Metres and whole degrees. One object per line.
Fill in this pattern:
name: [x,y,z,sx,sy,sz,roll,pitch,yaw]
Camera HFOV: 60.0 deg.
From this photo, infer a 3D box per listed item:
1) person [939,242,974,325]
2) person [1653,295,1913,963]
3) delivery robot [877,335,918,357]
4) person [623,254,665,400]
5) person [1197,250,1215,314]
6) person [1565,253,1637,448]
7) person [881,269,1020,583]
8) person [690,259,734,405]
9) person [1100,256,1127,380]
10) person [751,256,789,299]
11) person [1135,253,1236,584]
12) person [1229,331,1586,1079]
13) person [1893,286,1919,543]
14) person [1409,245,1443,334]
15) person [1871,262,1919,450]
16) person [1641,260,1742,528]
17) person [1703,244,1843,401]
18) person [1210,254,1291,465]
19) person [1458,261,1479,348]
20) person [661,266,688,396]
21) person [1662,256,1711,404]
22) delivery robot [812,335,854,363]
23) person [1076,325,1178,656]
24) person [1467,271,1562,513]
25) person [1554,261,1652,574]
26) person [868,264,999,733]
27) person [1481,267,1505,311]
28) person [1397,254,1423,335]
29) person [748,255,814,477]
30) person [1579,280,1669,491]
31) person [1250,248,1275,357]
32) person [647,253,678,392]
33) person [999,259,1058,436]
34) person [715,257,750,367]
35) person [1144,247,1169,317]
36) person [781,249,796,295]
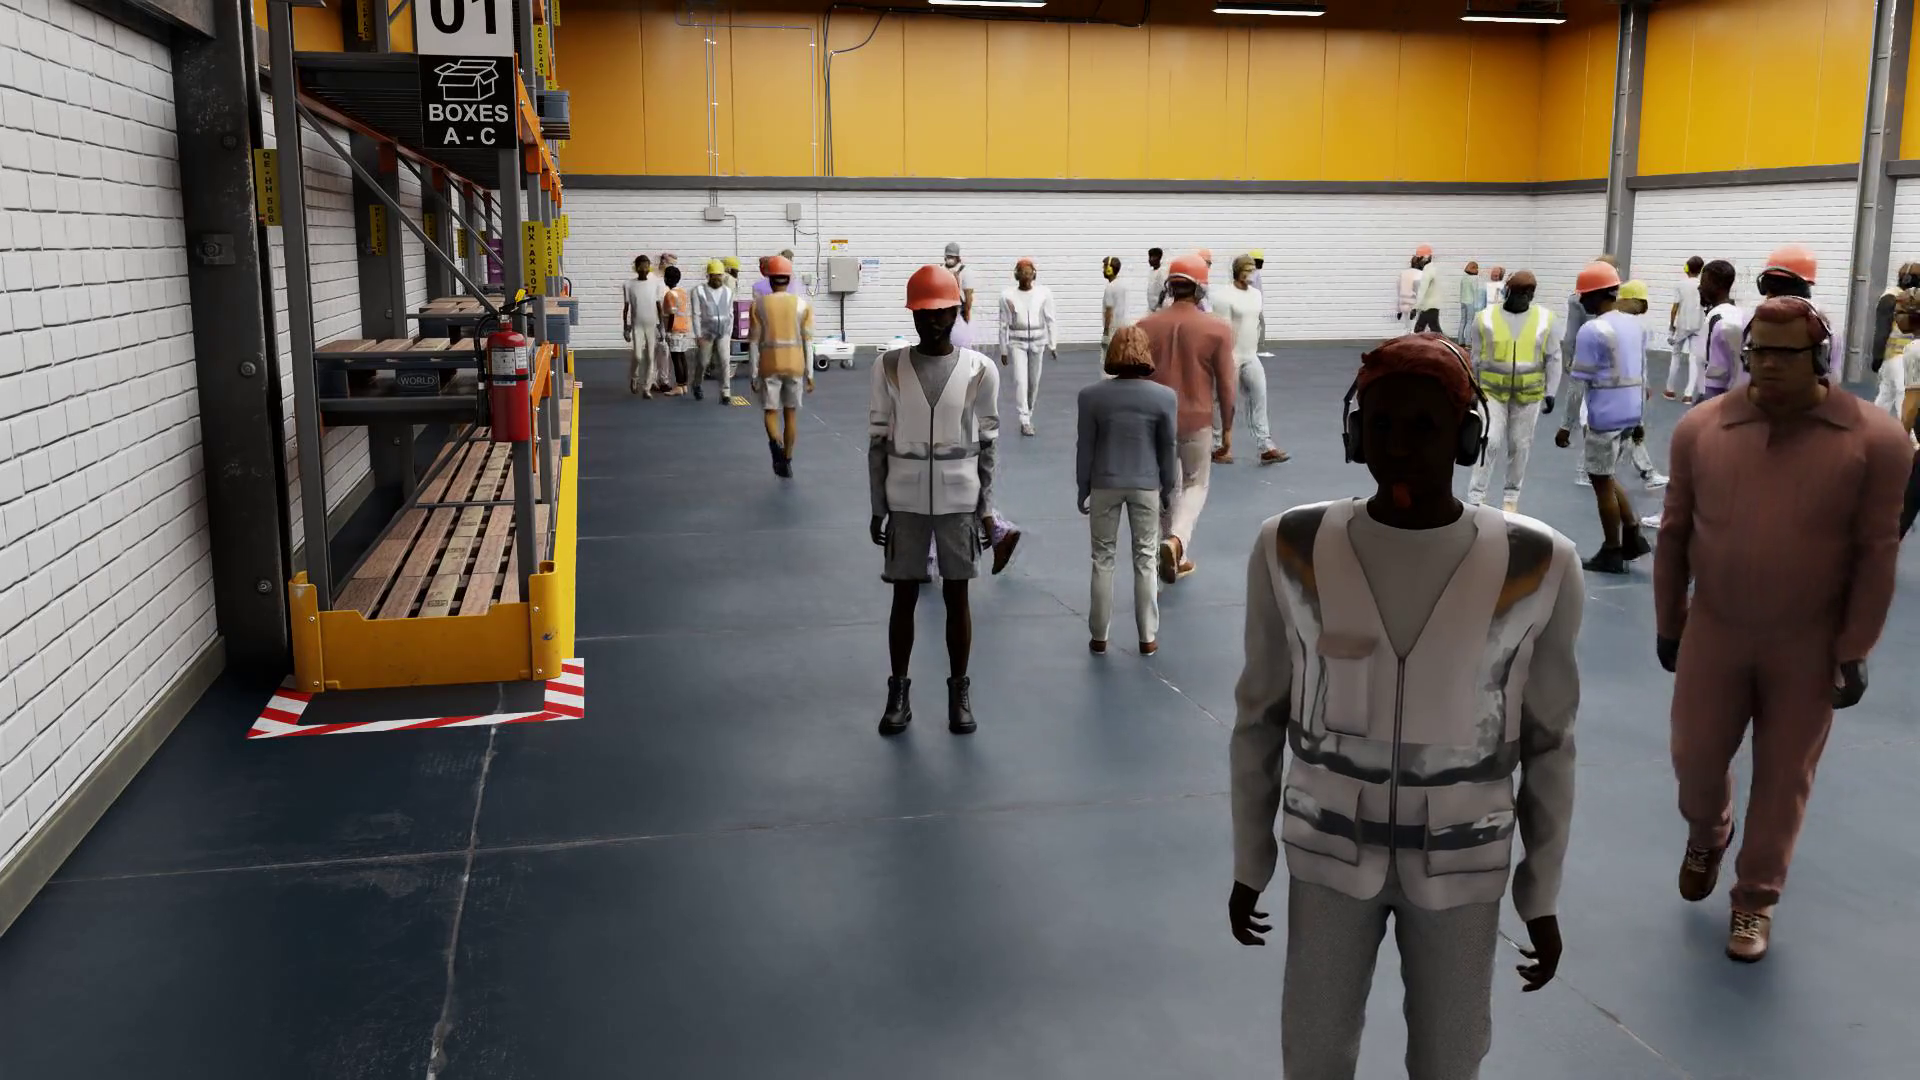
person: [-0.163,-3.440,24.768,0.710,2.000,0.548,6,12,28]
person: [2.305,0.251,4.753,0.642,1.888,0.484,7,12,34]
delivery robot: [-0.962,-2.966,25.997,0.707,0.478,0.477,-10,14,-44]
person: [-4.051,-2.723,21.319,0.500,1.852,0.412,-5,11,-24]
person: [3.862,-3.755,26.967,1.007,1.893,0.552,2,10,12]
person: [6.060,-1.748,15.745,0.634,1.920,0.768,3,11,15]
person: [-0.060,-0.664,9.813,0.730,1.881,0.648,1,10,5]
person: [-3.109,-2.599,20.768,0.582,1.805,0.796,-5,12,-27]
person: [1.905,-2.534,20.291,0.618,1.854,0.513,6,12,29]
person: [-2.441,-2.755,21.540,0.598,1.832,0.435,-9,14,-42]
person: [1.281,-0.692,9.769,0.628,1.967,0.780,5,11,24]
person: [0.758,0.582,2.915,0.584,1.882,0.345,3,11,18]
person: [5.793,-0.602,9.823,0.552,1.773,0.998,-8,13,-38]
person: [7.276,-3.653,26.202,0.980,1.938,0.648,4,11,20]
person: [9.281,-1.782,16.196,0.666,1.811,0.810,-8,13,-37]
person: [5.183,-1.002,11.669,0.796,1.886,0.612,7,12,33]
person: [4.090,-0.477,8.441,0.615,2.018,0.523,5,12,28]
person: [2.601,-1.605,14.978,0.652,1.900,0.920,-8,13,-39]
person: [9.613,-4.431,31.388,0.267,1.631,0.507,-3,11,-17]
person: [-3.739,-2.734,21.807,0.321,1.697,0.529,1,10,8]
person: [9.171,-2.651,20.972,0.547,1.824,0.936,2,10,8]
delivery robot: [-2.021,-2.970,26.019,0.707,0.478,0.477,-5,11,-25]
person: [0.816,-0.238,8.178,0.494,1.624,0.279,0,10,2]
person: [4.018,-1.043,12.105,0.642,1.813,0.600,3,11,14]
person: [3.935,-0.744,10.191,0.560,1.908,0.471,-9,13,-40]
person: [-0.110,-0.157,6.860,0.542,1.939,0.364,0,10,1]
person: [8.848,-3.715,27.538,0.878,1.596,0.506,-4,11,-21]
person: [7.281,-3.717,26.926,0.693,1.819,0.642,-6,12,-29]
person: [-1.507,-1.457,14.147,0.566,1.916,0.647,-2,10,-11]
person: [5.476,-1.245,13.511,0.866,1.697,0.512,9,13,40]
person: [5.065,-4.148,29.108,0.871,1.898,0.598,1,10,4]
person: [-3.958,-2.907,22.304,0.794,1.862,0.720,5,11,26]
person: [0.703,-2.055,17.670,0.593,1.849,0.966,-1,10,-7]
person: [-3.740,-3.660,26.750,0.907,1.770,0.603,-8,13,-38]
person: [3.321,-3.954,28.007,0.997,1.905,0.620,-4,11,-20]
person: [-2.875,-3.651,26.364,0.808,1.891,0.670,-4,11,-21]
